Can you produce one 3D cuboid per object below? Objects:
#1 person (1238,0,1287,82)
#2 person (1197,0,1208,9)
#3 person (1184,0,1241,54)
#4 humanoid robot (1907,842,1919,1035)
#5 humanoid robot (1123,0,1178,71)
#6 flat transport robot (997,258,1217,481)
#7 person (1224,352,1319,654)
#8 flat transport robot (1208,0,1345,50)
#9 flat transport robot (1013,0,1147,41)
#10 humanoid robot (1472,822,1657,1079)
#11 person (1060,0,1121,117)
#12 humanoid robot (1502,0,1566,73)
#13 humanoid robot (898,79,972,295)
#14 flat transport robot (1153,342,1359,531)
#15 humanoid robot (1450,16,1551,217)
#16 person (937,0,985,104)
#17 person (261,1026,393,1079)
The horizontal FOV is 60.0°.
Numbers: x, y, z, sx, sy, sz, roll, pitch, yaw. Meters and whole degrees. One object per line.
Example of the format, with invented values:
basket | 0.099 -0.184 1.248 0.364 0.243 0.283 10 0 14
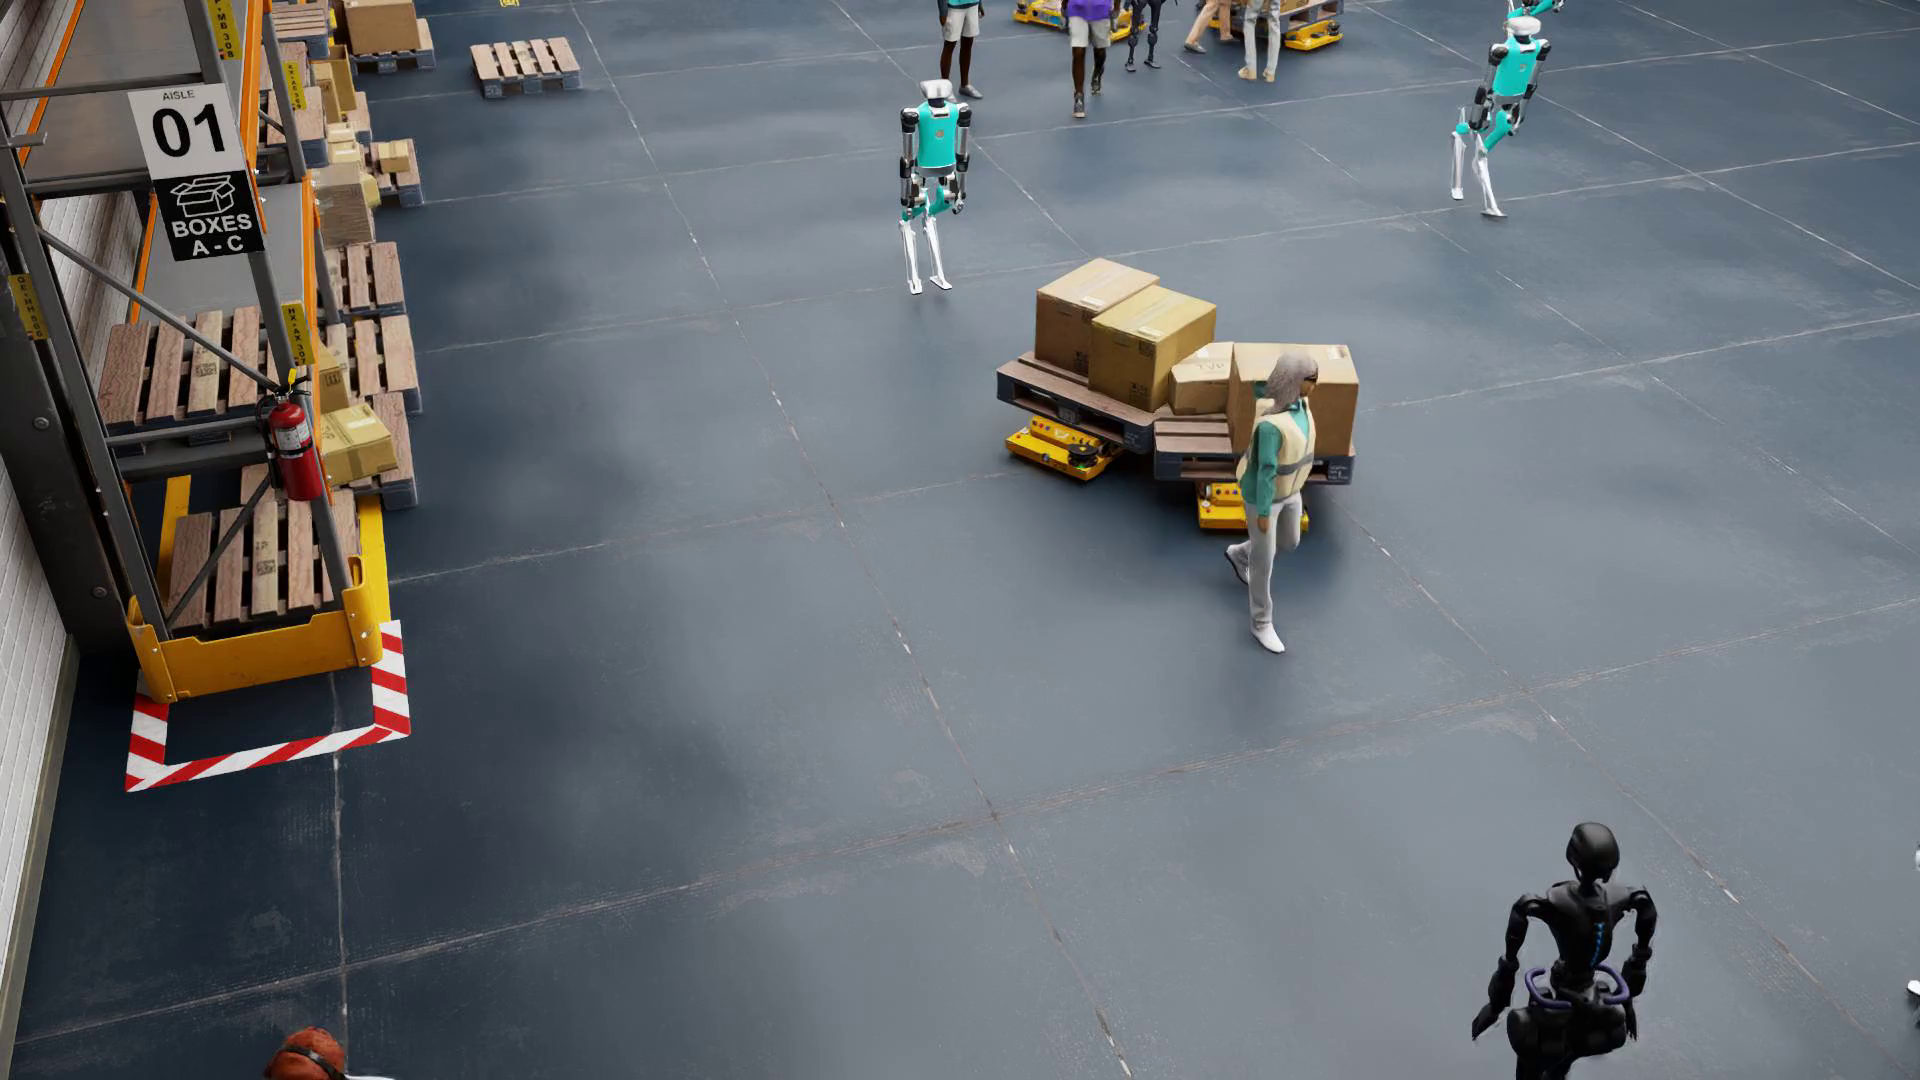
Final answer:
person | 3.141 -5.662 17.109 0.486 1.852 0.467 -13 35 -19
person | 3.119 -6.951 19.033 0.506 1.897 0.652 -20 38 -28
person | 2.794 -6.131 18.022 0.746 1.620 0.490 -9 34 -14
humanoid robot | 4.147 1.241 6.689 0.588 1.846 0.825 -26 41 -34
humanoid robot | 1.992 -5.771 17.407 0.599 1.657 0.315 -11 35 -16
flat transport robot | 1.004 -0.848 11.159 0.659 0.231 1.431 24 40 32
person | 1.659 -0.266 8.963 0.488 1.693 0.606 -28 42 -36
flat transport robot | 3.538 -5.818 18.781 0.659 0.231 1.431 -28 42 -35
flat transport robot | 1.375 -5.996 19.055 1.431 0.231 0.659 24 40 32
humanoid robot | 2.201 1.738 5.923 0.593 1.622 0.659 -2 33 -3
person | 1.276 -5.210 16.324 0.611 1.941 0.838 3 33 5
humanoid robot | 5.915 -5.672 17.091 0.533 1.677 0.735 -11 35 -16
humanoid robot | -0.254 -2.711 12.550 0.533 1.677 0.735 -11 35 -16
flat transport robot | 1.816 -0.515 10.648 0.659 0.231 1.431 2 33 2
humanoid robot | 4.443 -3.612 14.057 0.534 1.747 0.867 -10 34 -15
person | -0.004 -5.322 16.493 0.565 1.938 0.428 -24 40 -32
person | -1.790 2.133 5.158 0.587 1.835 0.741 6 34 10
